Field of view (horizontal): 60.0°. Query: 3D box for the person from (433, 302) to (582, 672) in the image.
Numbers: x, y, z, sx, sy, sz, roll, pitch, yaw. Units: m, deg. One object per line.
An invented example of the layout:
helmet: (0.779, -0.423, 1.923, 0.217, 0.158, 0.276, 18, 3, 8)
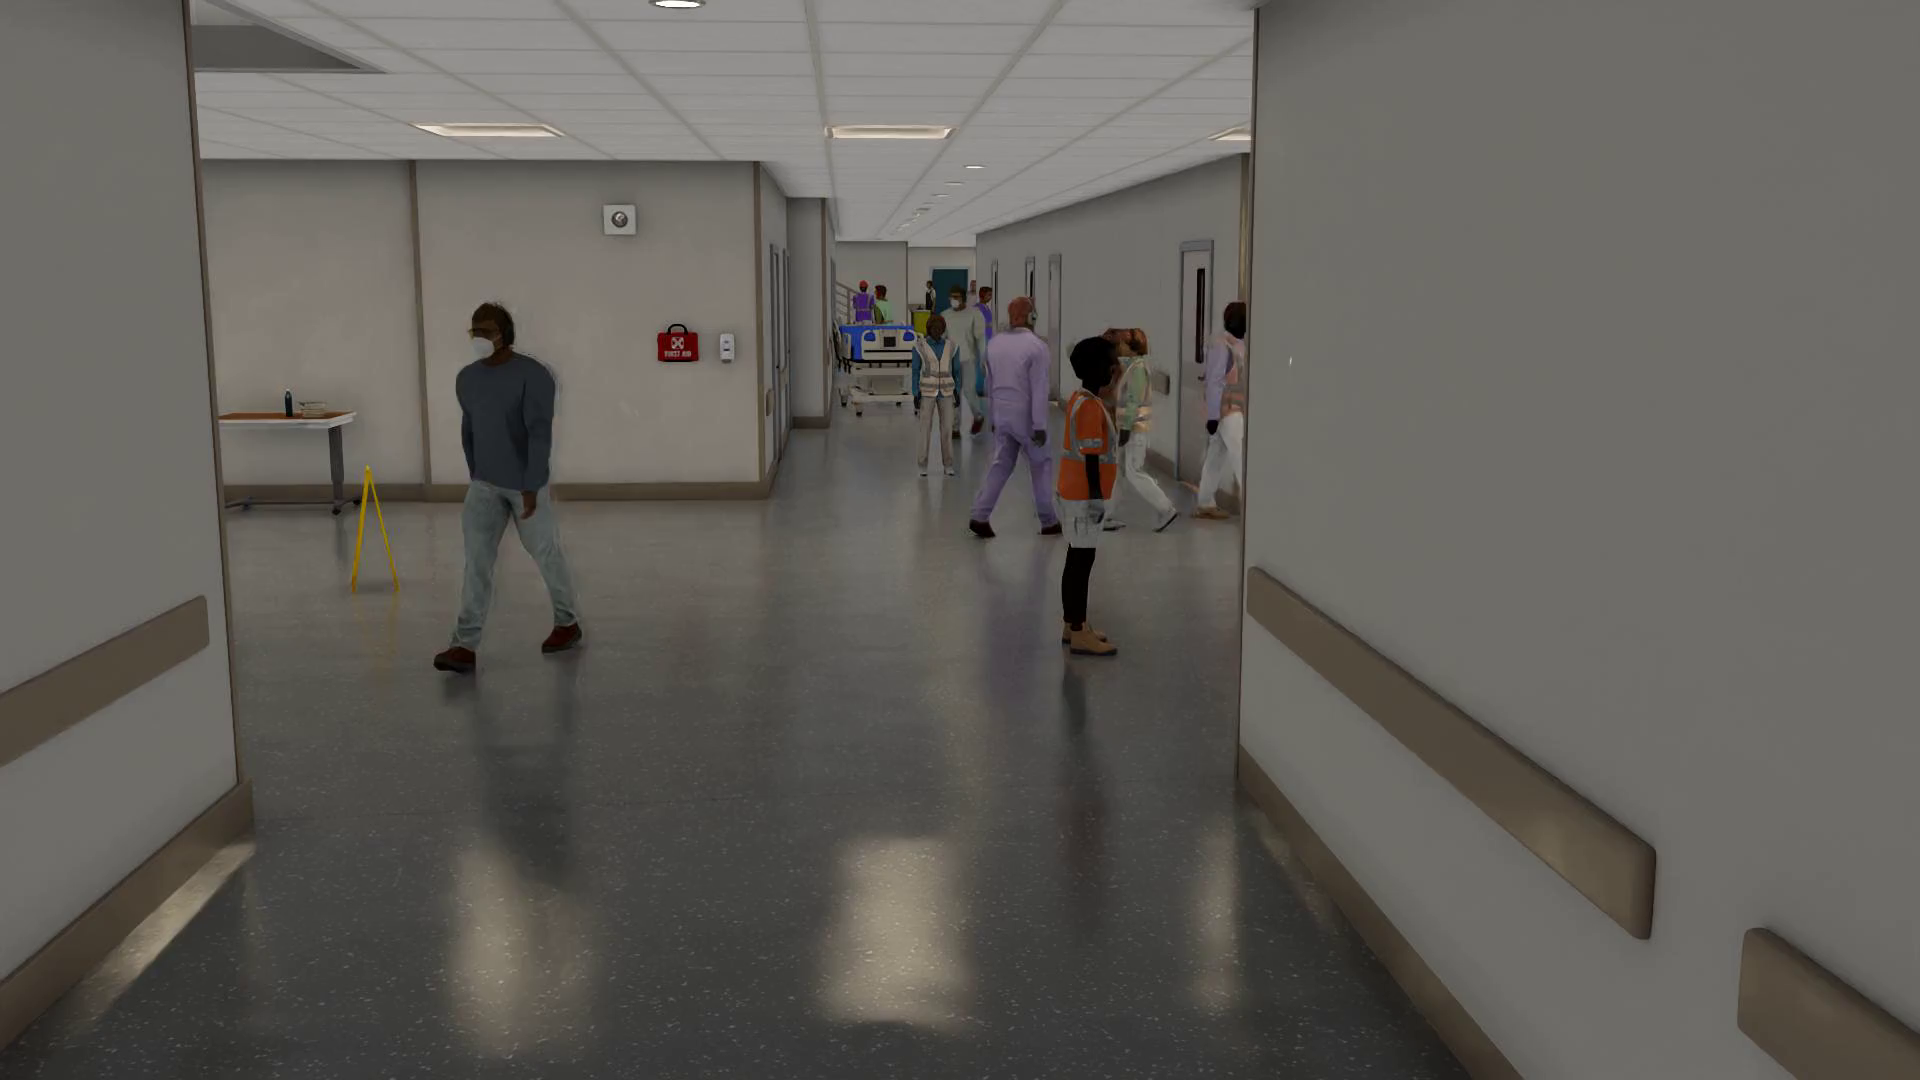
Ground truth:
person: (-2.353, -0.282, 8.648, 0.648, 1.889, 1.049, 3, 10, 21)

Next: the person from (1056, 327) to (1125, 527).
person: (1.080, -0.911, 13.410, 0.582, 1.611, 0.520, 3, 10, 21)

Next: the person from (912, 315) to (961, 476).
person: (-0.242, -1.458, 16.801, 0.509, 1.629, 0.315, -2, 9, -15)

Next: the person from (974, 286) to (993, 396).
person: (0.378, -3.331, 27.911, 0.404, 1.838, 0.574, 2, 9, 12)

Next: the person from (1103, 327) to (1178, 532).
person: (1.361, -0.859, 13.066, 0.698, 1.613, 0.524, -1, 9, -4)

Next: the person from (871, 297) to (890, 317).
person: (-2.121, -5.939, 44.502, 0.533, 1.767, 0.327, 2, 9, 12)

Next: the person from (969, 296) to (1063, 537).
person: (0.459, -0.943, 12.818, 0.883, 1.875, 0.660, -8, 12, -43)

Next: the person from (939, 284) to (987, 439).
person: (0.039, -2.199, 20.568, 0.673, 1.919, 0.555, 4, 10, 22)

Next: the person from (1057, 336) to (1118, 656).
person: (0.685, -0.239, 8.934, 0.322, 1.697, 0.535, 0, 9, -1)

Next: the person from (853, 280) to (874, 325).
person: (-2.429, -5.588, 41.877, 0.554, 1.913, 0.864, 0, 9, 2)

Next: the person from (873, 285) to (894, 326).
person: (-1.411, -3.774, 30.662, 0.397, 1.847, 0.564, 4, 10, 25)

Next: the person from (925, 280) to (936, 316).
person: (-1.047, -8.091, 57.762, 0.345, 1.846, 0.508, -7, 11, -36)
